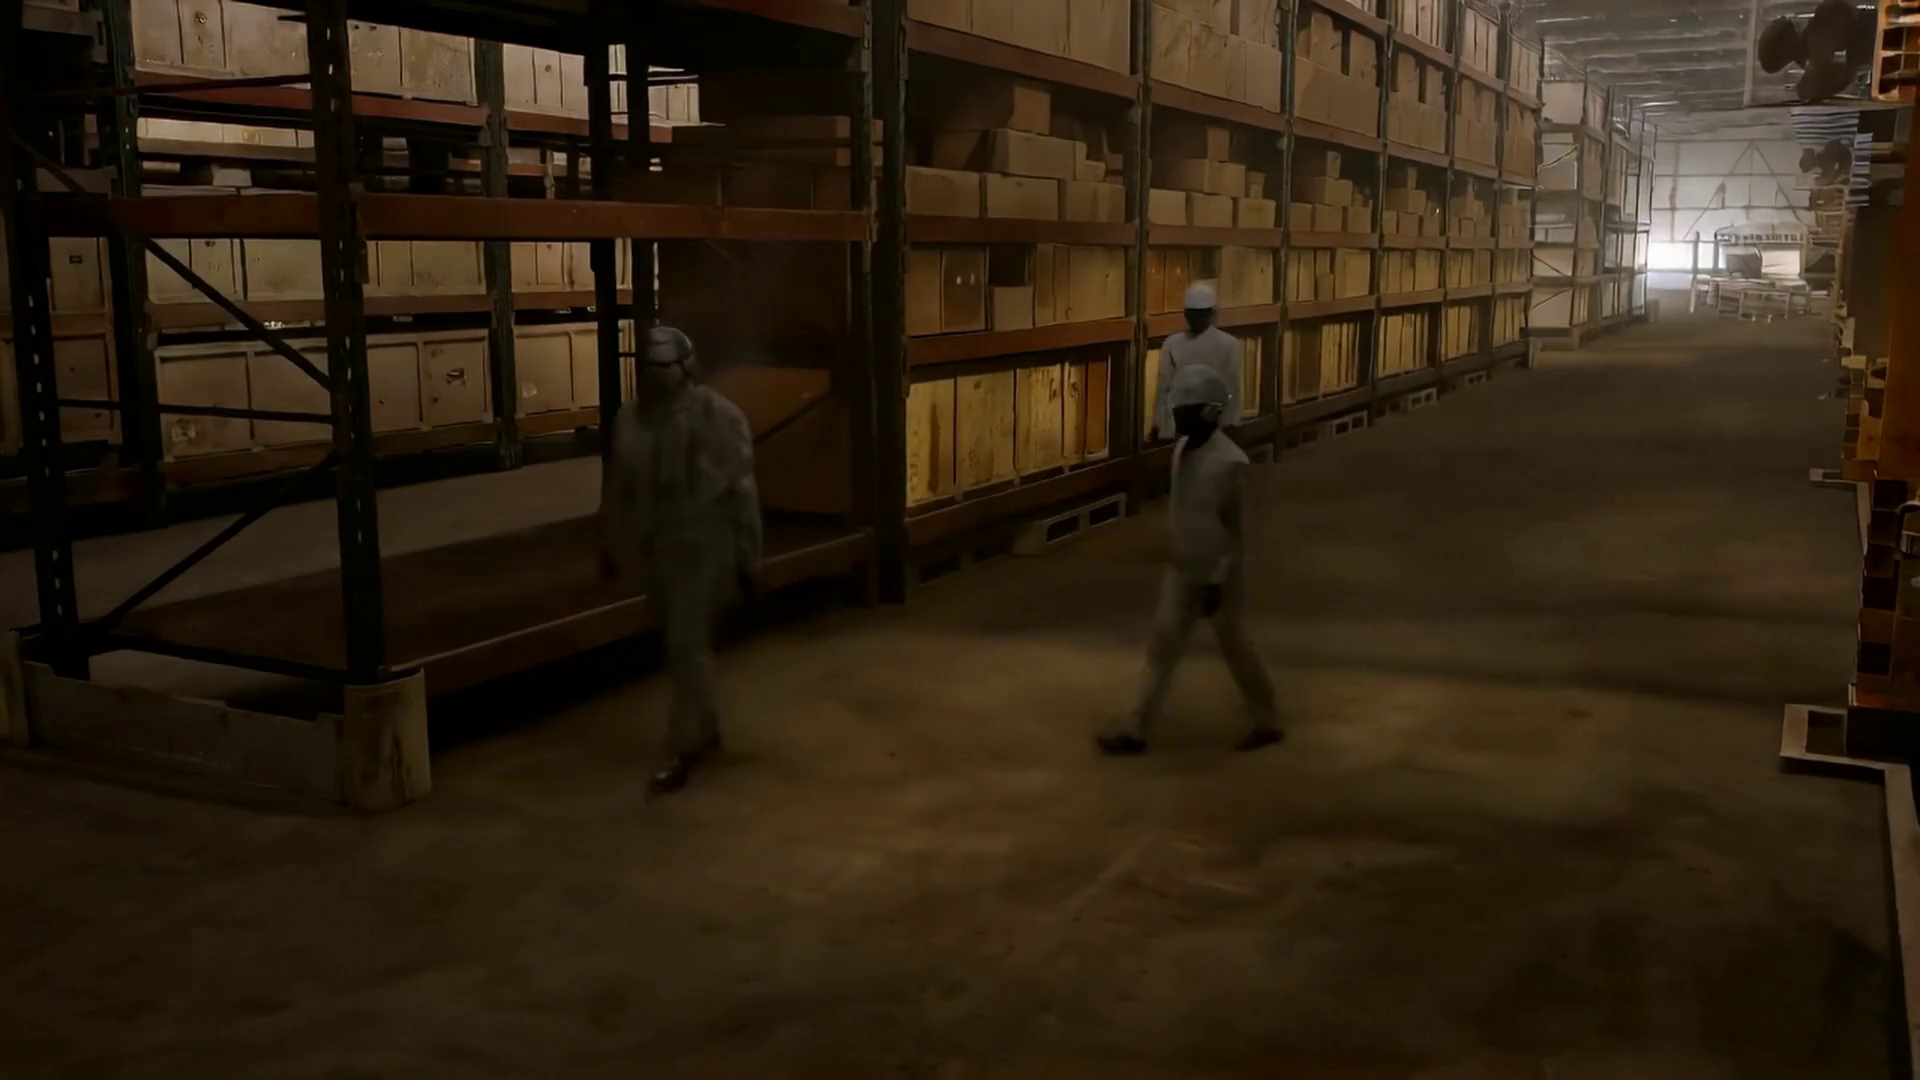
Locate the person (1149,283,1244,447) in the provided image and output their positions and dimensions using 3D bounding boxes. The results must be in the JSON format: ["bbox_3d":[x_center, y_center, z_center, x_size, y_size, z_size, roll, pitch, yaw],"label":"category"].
[{"bbox_3d":[1.640,-0.842,11.880,0.641,1.951,0.939,6,11,31],"label":"person"}]

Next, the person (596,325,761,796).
[{"bbox_3d":[-1.223,0.076,6.776,0.673,1.877,0.827,5,11,28],"label":"person"}]

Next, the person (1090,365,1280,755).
[{"bbox_3d":[1.036,0.100,7.165,0.895,1.702,0.582,-4,11,-22],"label":"person"}]
